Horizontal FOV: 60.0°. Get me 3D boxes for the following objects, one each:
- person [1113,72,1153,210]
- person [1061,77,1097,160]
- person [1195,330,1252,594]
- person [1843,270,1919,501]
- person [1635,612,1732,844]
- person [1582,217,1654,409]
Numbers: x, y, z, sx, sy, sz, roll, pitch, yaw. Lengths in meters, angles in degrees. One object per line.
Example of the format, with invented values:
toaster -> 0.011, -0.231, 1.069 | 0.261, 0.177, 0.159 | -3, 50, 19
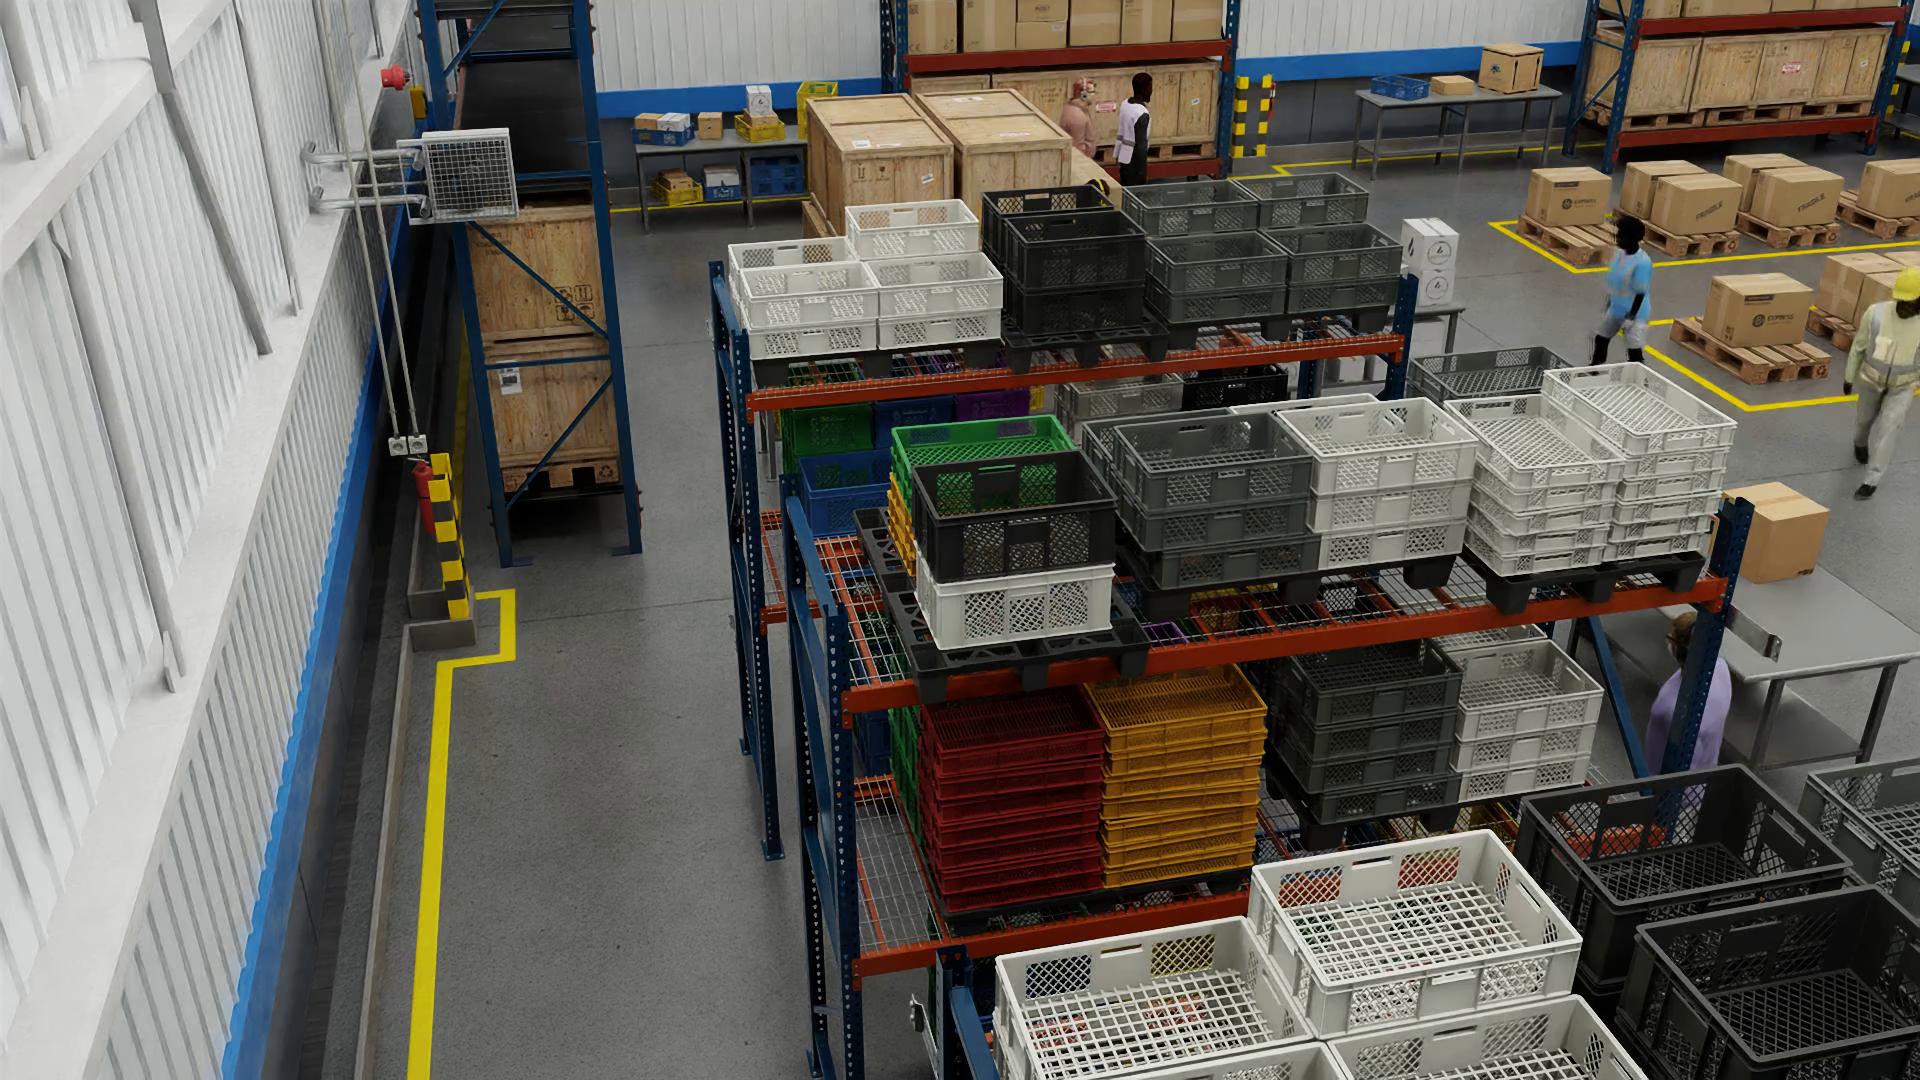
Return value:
person -> 1.873, -4.109, 18.074 | 0.389, 1.911, 0.591 | -7, 29, -14
person -> 1.264, -4.027, 17.941 | 0.406, 1.895, 0.661 | 0, 28, 1
person -> 1.764, -0.522, 11.292 | 0.362, 1.883, 0.576 | 8, 29, 14
person -> 7.177, -1.267, 12.814 | 0.630, 1.790, 0.847 | 19, 33, 31
person -> 3.397, 1.199, 7.971 | 0.379, 1.937, 0.629 | 17, 32, 29
person -> 5.698, -1.974, 14.300 | 0.479, 1.653, 0.716 | -3, 28, -7
